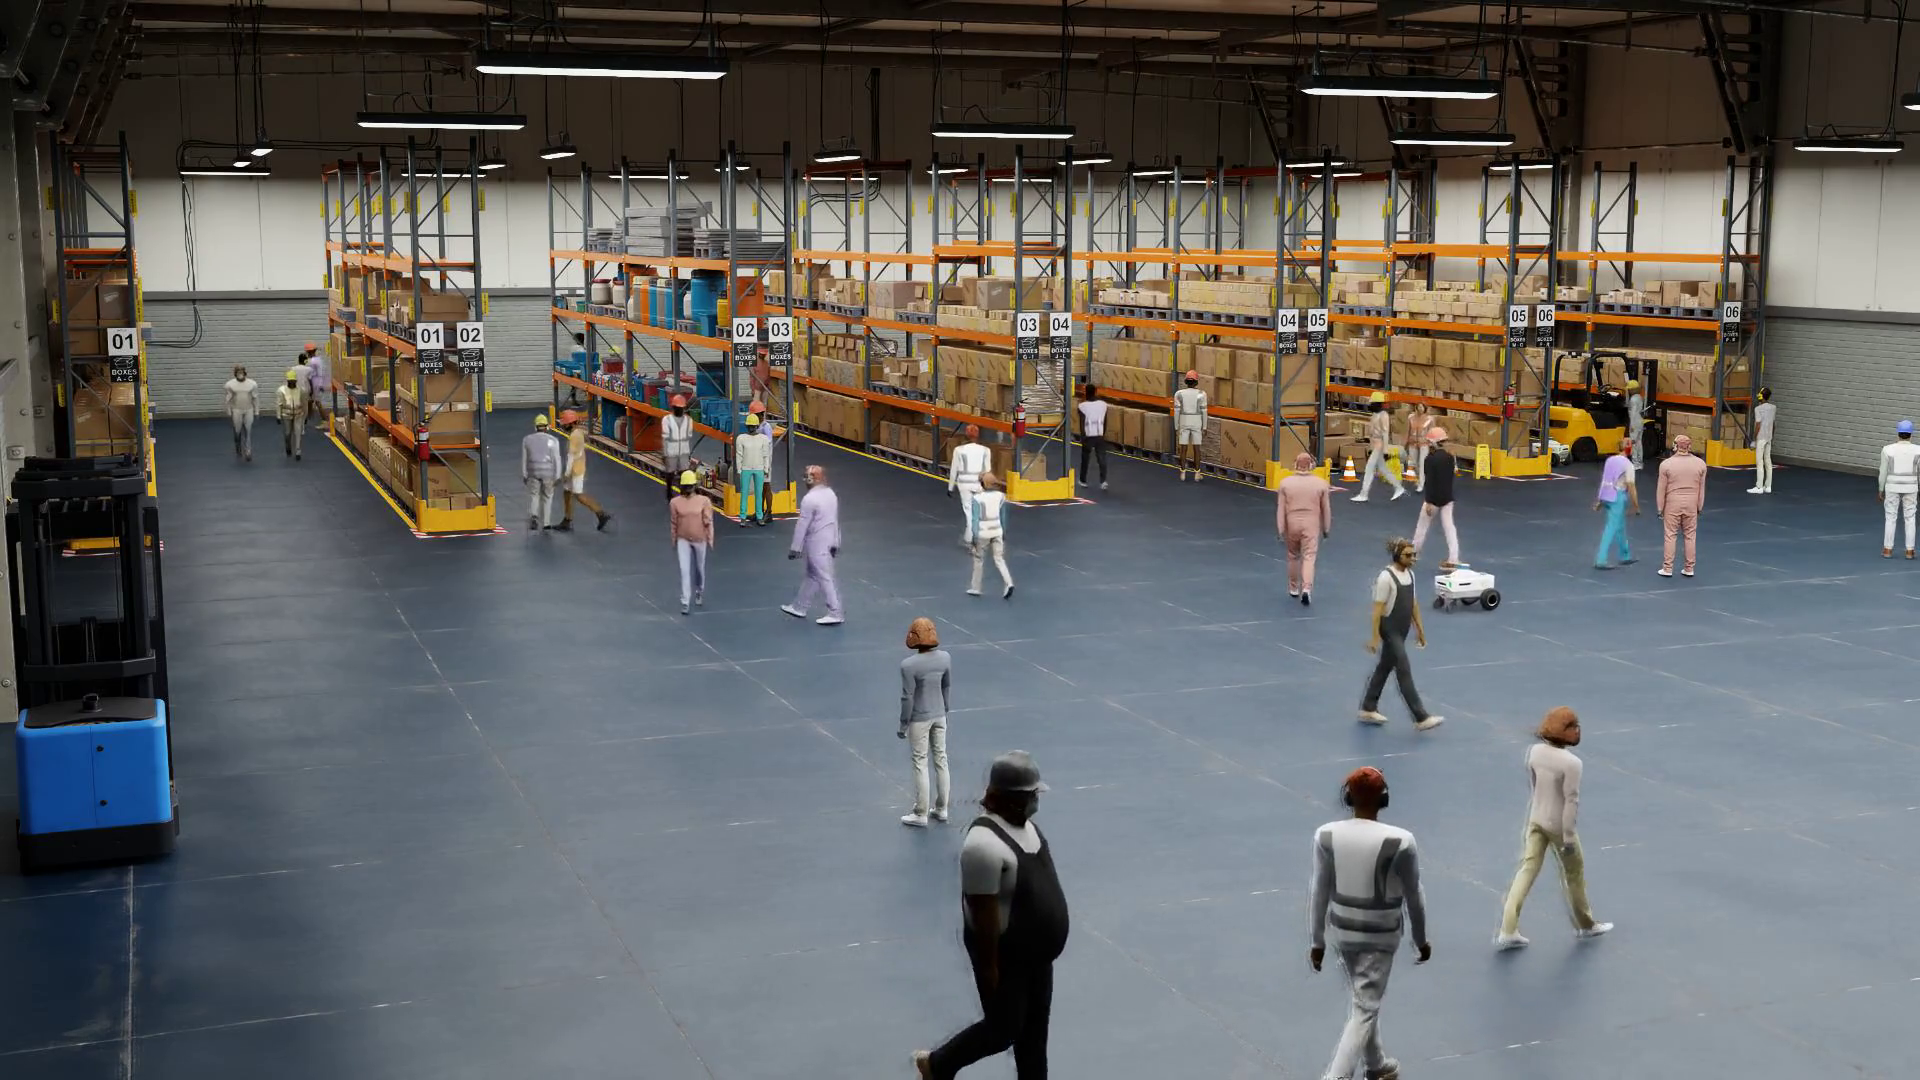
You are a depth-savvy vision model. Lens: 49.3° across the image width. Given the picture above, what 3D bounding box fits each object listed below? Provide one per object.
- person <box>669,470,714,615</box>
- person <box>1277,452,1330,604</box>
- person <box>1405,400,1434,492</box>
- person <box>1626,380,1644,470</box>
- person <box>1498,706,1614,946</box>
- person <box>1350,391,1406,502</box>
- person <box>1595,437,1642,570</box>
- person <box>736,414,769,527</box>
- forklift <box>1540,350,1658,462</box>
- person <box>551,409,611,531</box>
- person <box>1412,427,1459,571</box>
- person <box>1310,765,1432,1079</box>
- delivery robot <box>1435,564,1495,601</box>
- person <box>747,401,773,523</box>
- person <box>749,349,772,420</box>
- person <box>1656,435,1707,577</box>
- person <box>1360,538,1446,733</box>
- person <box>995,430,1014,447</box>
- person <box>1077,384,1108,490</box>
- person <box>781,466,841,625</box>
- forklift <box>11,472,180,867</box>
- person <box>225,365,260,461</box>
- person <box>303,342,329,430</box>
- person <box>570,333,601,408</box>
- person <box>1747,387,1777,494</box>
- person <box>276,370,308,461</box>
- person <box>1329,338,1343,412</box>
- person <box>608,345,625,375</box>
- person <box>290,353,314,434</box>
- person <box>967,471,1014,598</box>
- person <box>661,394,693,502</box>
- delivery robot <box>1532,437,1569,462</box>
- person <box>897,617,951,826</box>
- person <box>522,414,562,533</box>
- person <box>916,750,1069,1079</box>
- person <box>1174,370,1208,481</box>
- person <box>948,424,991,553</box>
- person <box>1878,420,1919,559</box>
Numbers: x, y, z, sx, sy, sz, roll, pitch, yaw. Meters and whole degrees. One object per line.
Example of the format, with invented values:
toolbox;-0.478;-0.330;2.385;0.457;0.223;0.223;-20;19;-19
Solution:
person;-3.273;-0.011;25.607;0.535;1.731;0.857;-1;9;-3
person;4.291;-0.162;26.175;0.656;1.869;0.958;1;9;9
person;8.151;-1.675;37.040;0.534;1.622;0.457;5;10;32
person;13.000;-2.225;40.376;0.379;1.728;0.495;5;10;32
person;3.870;1.856;13.632;0.874;1.582;0.520;-4;9;-24
person;7.161;-1.596;35.641;0.962;1.890;0.594;0;9;-3
person;9.078;-0.505;28.660;0.894;1.798;0.613;-2;9;-14
person;-3.233;-1.092;32.711;0.525;1.764;0.329;-2;9;-14
forklift;12.897;-2.725;42.309;2.313;2.155;1.214;-3;9;-21
person;-5.829;-1.068;32.138;0.850;1.902;0.533;-1;9;-8
person;6.455;-0.568;28.590;0.653;1.940;1.025;-6;11;-36
person;2.113;2.115;11.092;0.580;1.844;0.984;7;11;38
delivery robot;6.190;0.538;25.683;0.707;0.478;0.477;-4;9;-23
person;-3.168;-1.237;33.134;0.385;1.927;0.545;-5;10;-29
person;-4.531;-3.456;47.731;0.392;1.986;0.609;8;12;42
person;9.636;-0.457;28.050;0.635;1.899;0.399;0;9;2
person;4.126;0.875;19.482;0.950;1.792;0.536;7;11;41
person;0.920;-2.521;42.759;0.532;1.590;0.831;-4;10;-26
person;2.393;-1.856;37.491;0.589;1.867;1.045;-2;9;-14
person;-1.789;0.054;24.714;0.946;1.861;0.666;4;9;23
forklift;-6.630;0.886;15.957;1.129;2.768;1.873;-3;9;-21
person;-14.335;-2.544;41.870;0.644;1.921;0.424;-4;9;-24
person;-14.958;-3.528;48.106;0.933;2.005;0.623;1;9;4
person;-9.728;-4.394;54.166;0.615;1.935;0.835;8;12;42
person;14.090;-1.756;36.776;0.521;1.874;0.327;-5;10;-28
person;-13.450;-2.523;42.137;0.617;1.804;0.718;-4;9;-23
person;9.203;-3.978;51.374;0.545;1.938;0.362;-2;9;-14
person;-8.263;-3.809;50.679;0.723;1.813;0.605;-7;11;-39
person;-14.856;-3.299;47.208;0.549;1.836;0.409;-2;9;-12
person;0.380;-0.067;26.380;0.531;1.614;0.760;-5;10;-31
person;-4.708;-1.478;34.785;0.560;1.916;0.725;-3;9;-21
delivery robot;11.606;-1.783;41.156;0.477;0.478;0.707;-6;11;-37
person;-0.276;1.416;16.416;0.498;1.634;0.278;-7;11;-41
person;-6.390;-1.021;32.074;0.617;1.811;0.416;1;9;6
person;0.205;2.074;10.823;0.740;2.000;0.694;4;10;26
person;4.249;-2.107;38.546;0.616;2.041;0.378;2;9;12
person;0.162;-0.751;30.191;0.575;1.844;0.978;-4;9;-24
person;13.313;-0.719;29.611;0.615;1.945;0.405;3;9;19
